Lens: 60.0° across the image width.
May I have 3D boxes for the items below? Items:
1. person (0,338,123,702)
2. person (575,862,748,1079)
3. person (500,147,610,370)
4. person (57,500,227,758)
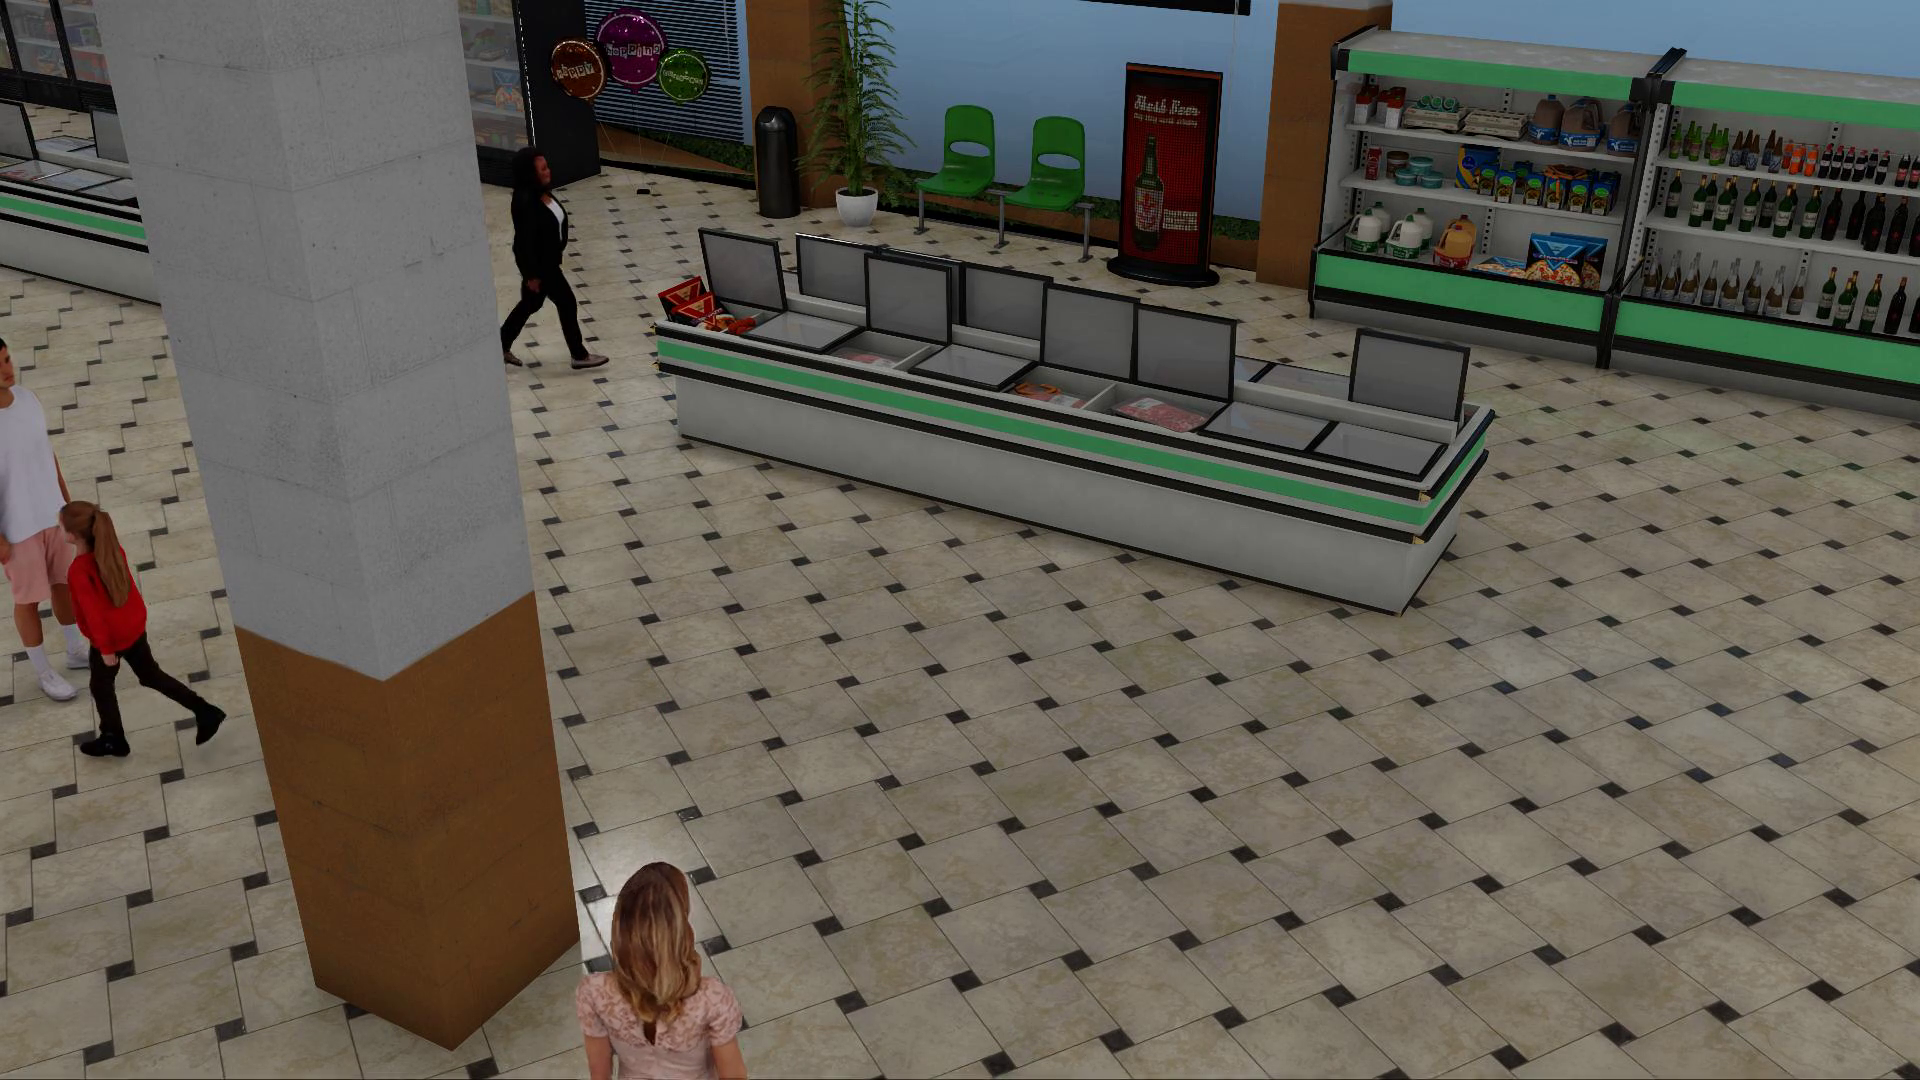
[{"bbox_3d":[-4.392,-0.122,7.823,0.633,1.789,0.679,9,28,17],"label":"person"},{"bbox_3d":[-0.771,1.615,4.355,0.568,1.828,0.710,3,27,5],"label":"person"},{"bbox_3d":[-3.008,-1.911,11.578,1.173,1.583,1.072,-5,27,-10],"label":"person"},{"bbox_3d":[-3.664,0.420,7.340,0.950,1.261,0.730,3,27,6],"label":"person"}]
